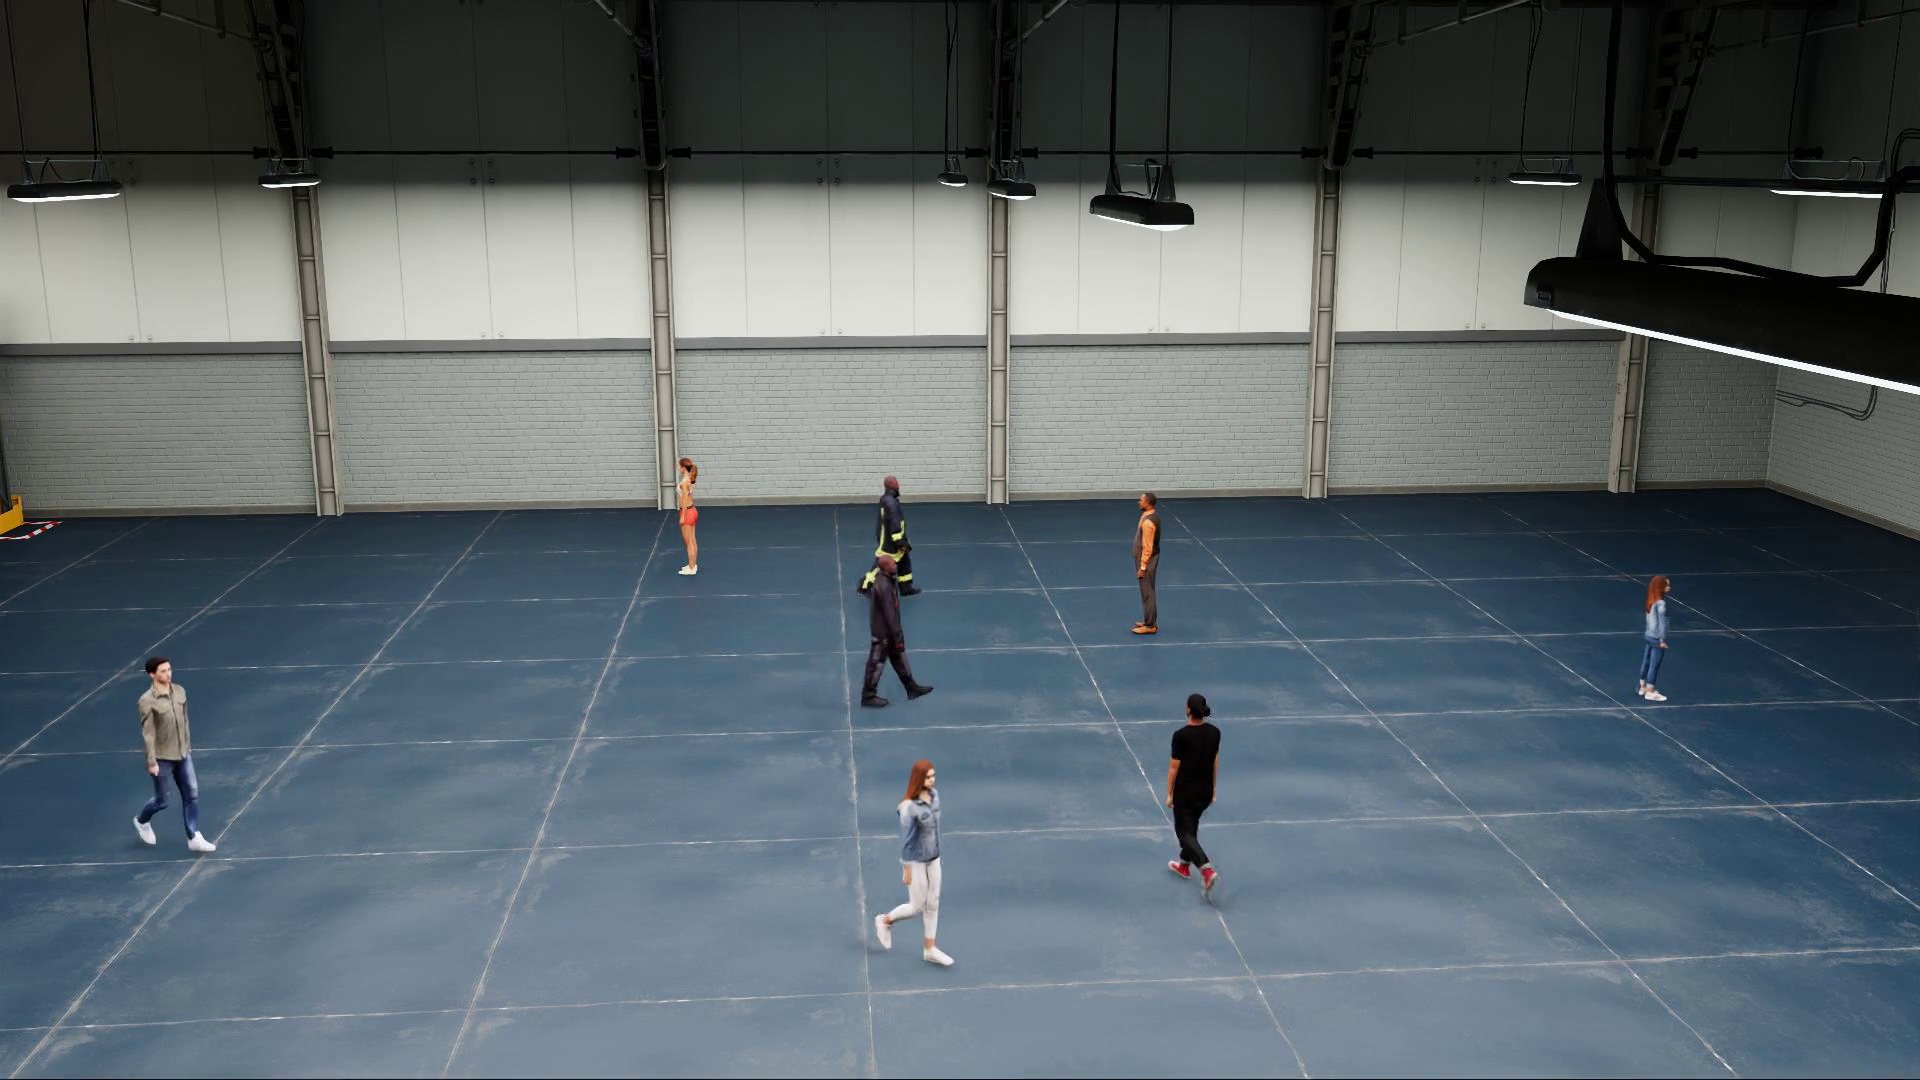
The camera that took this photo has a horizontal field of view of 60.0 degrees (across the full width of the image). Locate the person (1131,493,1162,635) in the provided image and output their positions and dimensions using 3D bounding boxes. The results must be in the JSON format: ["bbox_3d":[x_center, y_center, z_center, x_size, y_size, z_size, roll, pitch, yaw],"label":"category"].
[{"bbox_3d":[2.520,0.298,22.235,0.725,1.908,0.763,3,13,13],"label":"person"}]

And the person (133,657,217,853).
[{"bbox_3d":[-7.294,1.962,15.200,1.237,1.841,1.025,5,14,21],"label":"person"}]

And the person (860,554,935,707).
[{"bbox_3d":[-0.968,1.062,19.186,1.071,1.796,0.720,-1,13,-4],"label":"person"}]

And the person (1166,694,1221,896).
[{"bbox_3d":[2.051,2.206,14.376,1.078,1.737,0.960,-7,15,-27],"label":"person"}]

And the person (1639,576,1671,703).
[{"bbox_3d":[8.167,1.141,19.550,0.527,1.477,0.585,0,13,2],"label":"person"}]

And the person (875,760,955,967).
[{"bbox_3d":[-0.369,2.525,13.108,1.020,1.687,0.932,9,16,33],"label":"person"}]

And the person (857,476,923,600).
[{"bbox_3d":[-1.076,-0.006,23.816,1.159,1.788,0.735,-1,13,-6],"label":"person"}]

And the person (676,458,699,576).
[{"bbox_3d":[-4.146,-0.369,25.379,0.621,1.790,0.612,1,13,6],"label":"person"}]
